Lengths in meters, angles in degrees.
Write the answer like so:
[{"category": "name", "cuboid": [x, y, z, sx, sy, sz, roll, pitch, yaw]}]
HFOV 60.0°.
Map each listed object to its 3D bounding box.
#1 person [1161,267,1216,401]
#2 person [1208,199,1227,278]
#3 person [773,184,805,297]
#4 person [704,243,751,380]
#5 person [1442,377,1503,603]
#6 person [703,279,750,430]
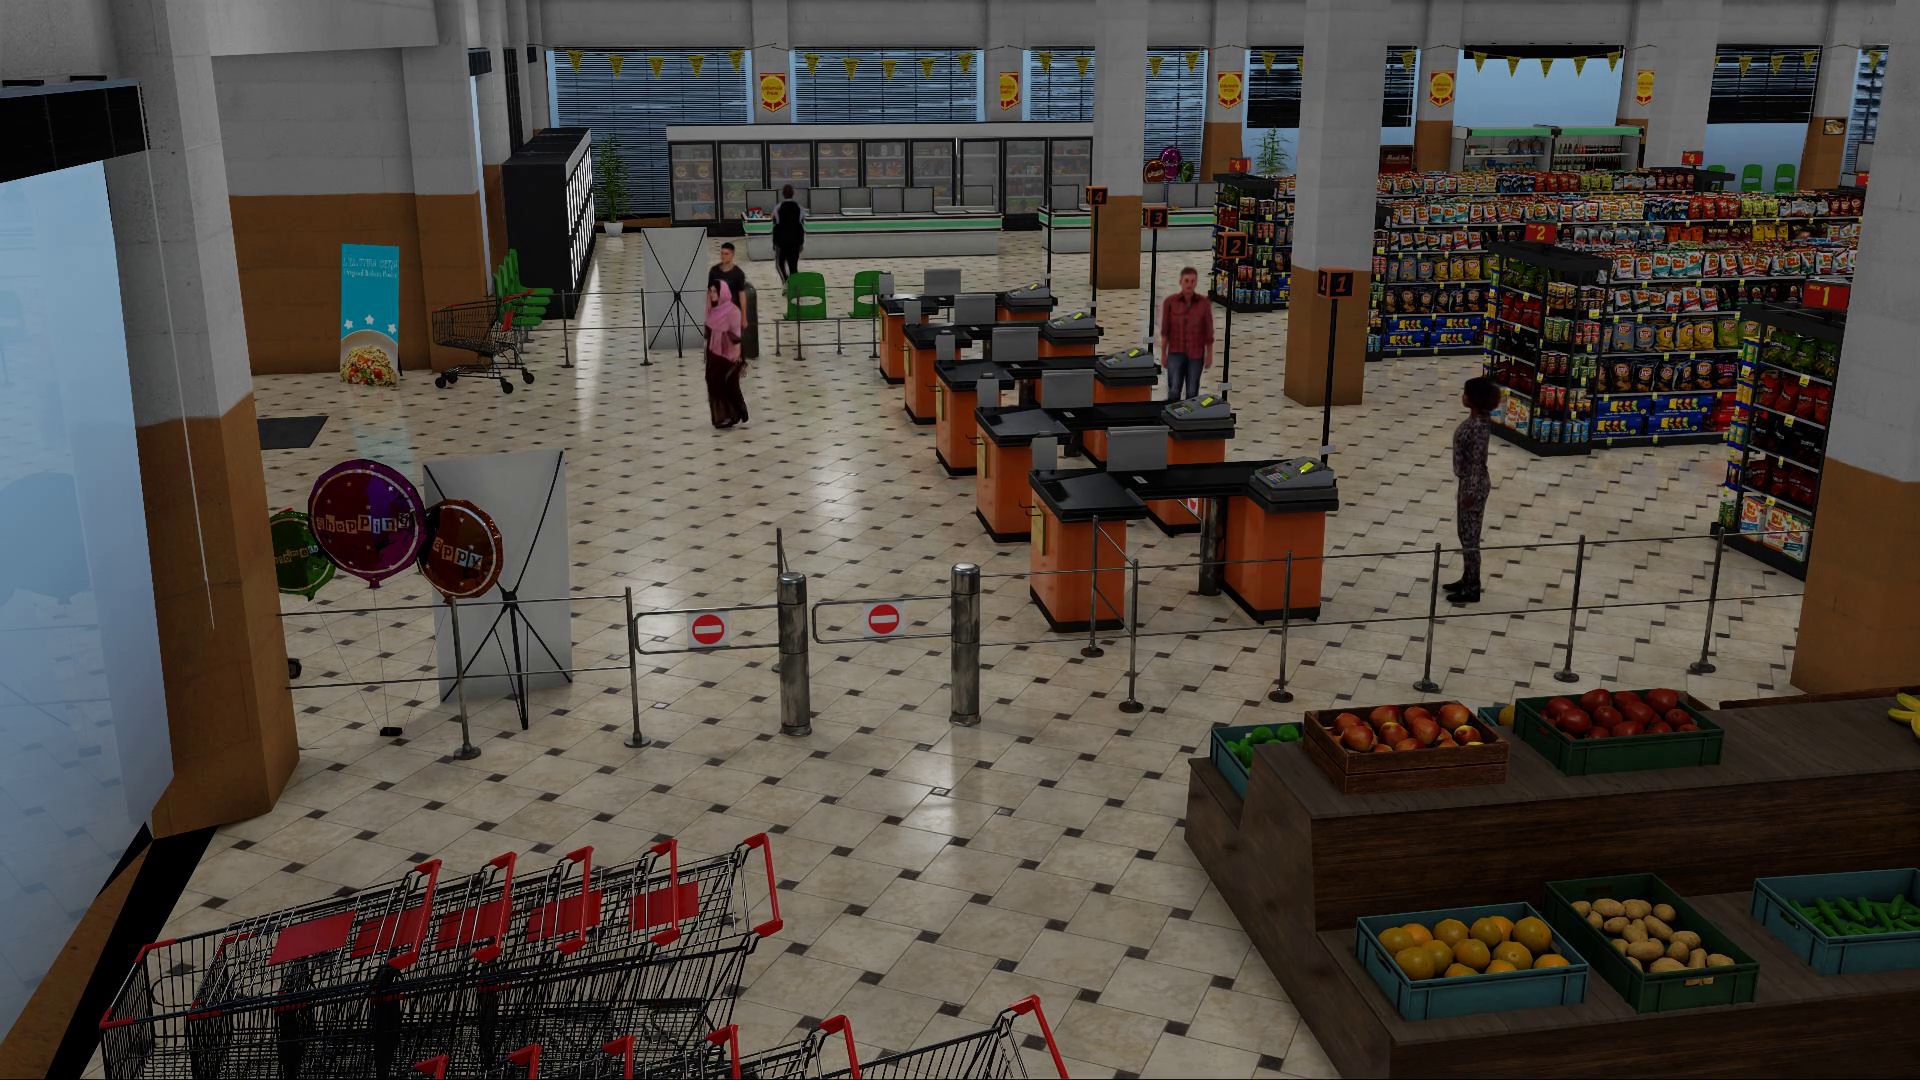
[{"category": "person", "cuboid": [2.391, -1.957, 17.527, 1.137, 1.792, 0.955, 1, 17, 4]}, {"category": "person", "cuboid": [4.610, -5.388, 29.414, 0.559, 1.450, 0.566, -6, 18, -18]}, {"category": "person", "cuboid": [-2.771, -4.827, 26.941, 0.676, 1.816, 0.779, -5, 18, -16]}, {"category": "person", "cuboid": [-2.752, -2.691, 20.062, 1.191, 1.723, 1.125, 8, 19, 24]}, {"category": "person", "cuboid": [3.839, -0.380, 12.470, 0.647, 1.714, 0.646, 3, 17, 11]}, {"category": "person", "cuboid": [-2.506, -2.011, 17.990, 0.794, 1.627, 0.858, 10, 20, 30]}]
